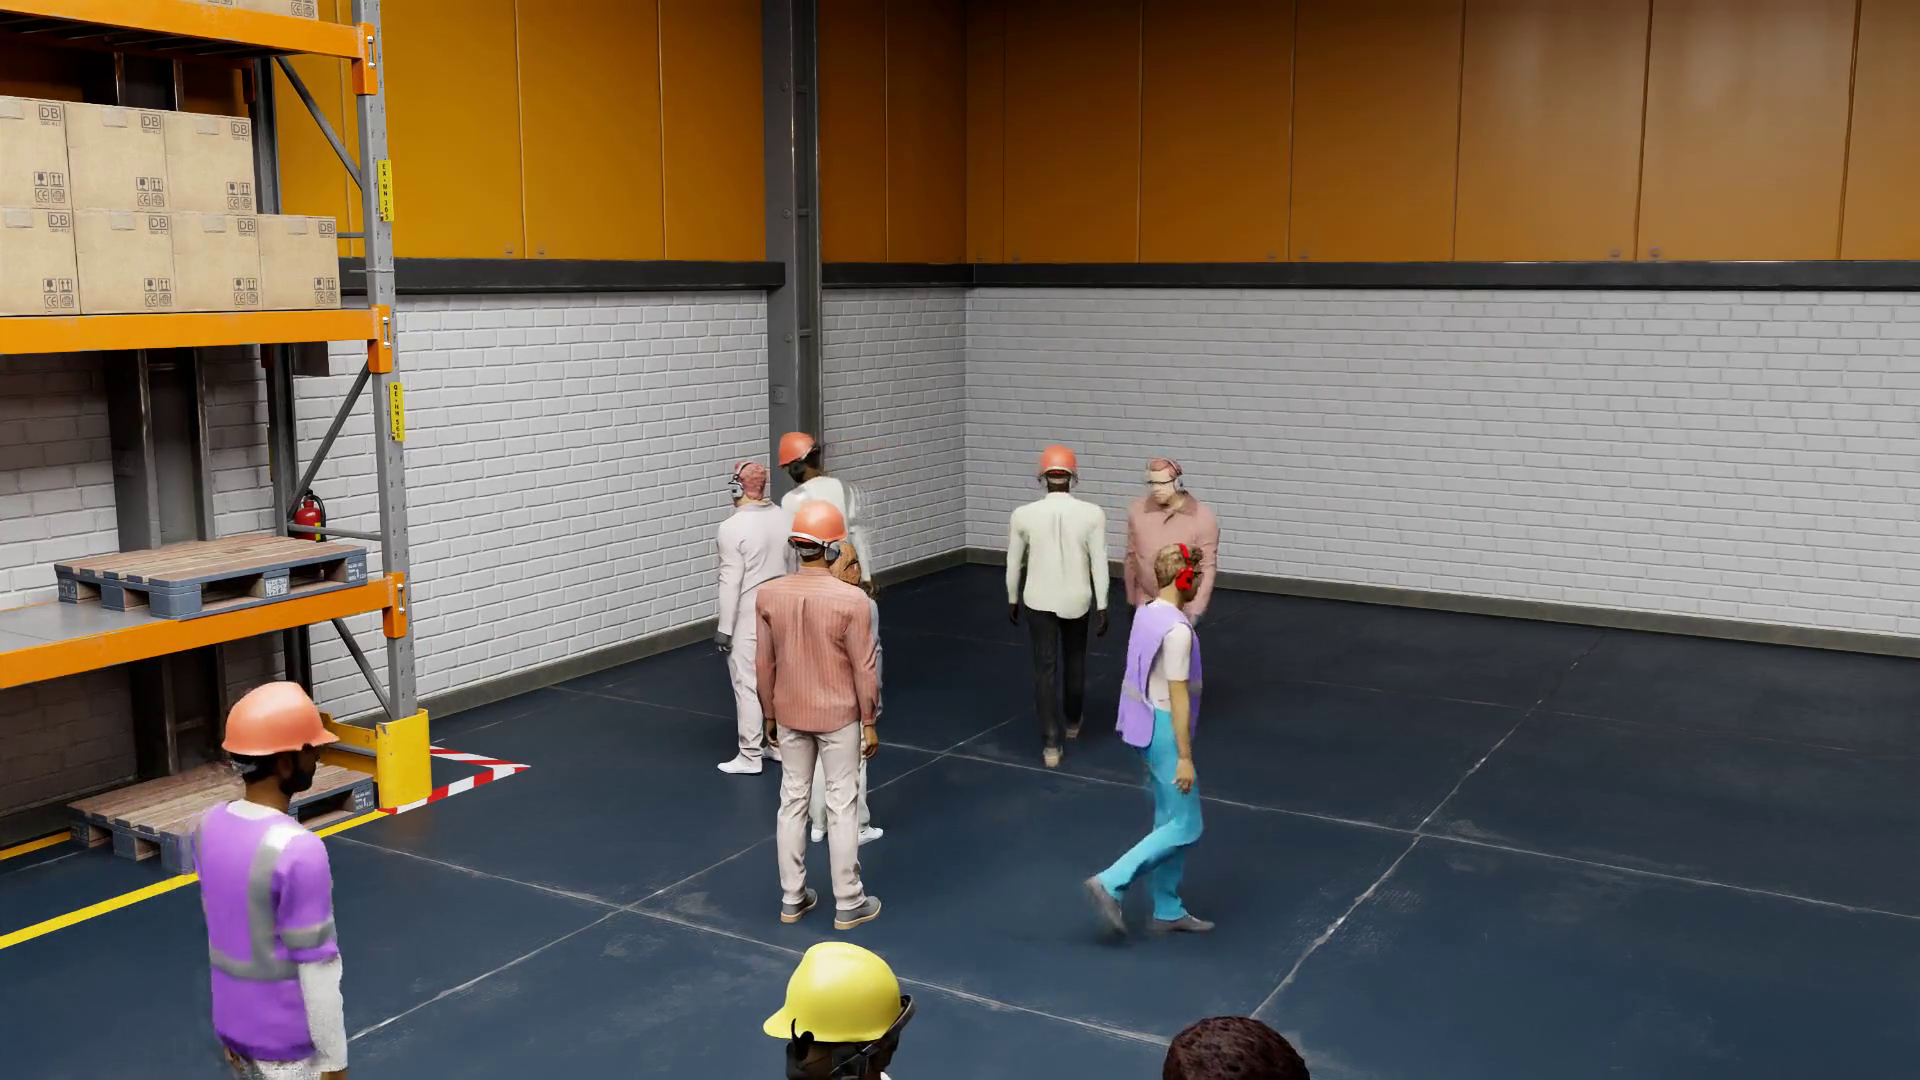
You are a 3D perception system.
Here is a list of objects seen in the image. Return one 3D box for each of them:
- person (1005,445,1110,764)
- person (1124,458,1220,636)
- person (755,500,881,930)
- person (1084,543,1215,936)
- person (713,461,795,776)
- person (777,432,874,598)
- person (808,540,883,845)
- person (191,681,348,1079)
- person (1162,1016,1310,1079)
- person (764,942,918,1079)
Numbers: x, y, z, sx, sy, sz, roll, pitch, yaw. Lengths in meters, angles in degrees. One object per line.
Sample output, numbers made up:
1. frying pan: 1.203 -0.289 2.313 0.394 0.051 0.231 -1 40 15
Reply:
1. person: 0.617 0.371 10.562 0.653 1.949 0.965 1 9 4
2. person: 1.339 0.401 10.680 0.622 1.848 0.888 2 9 13
3. person: -0.649 0.809 7.714 0.611 1.996 0.379 4 10 22
4. person: 0.877 0.922 7.547 0.528 1.819 0.615 -1 9 -6
5. person: -1.269 0.470 10.109 0.403 1.906 0.651 6 11 33
6. person: -0.981 0.266 11.133 0.893 1.982 0.696 7 11 37
7. person: -0.638 0.810 8.833 0.502 1.633 0.280 3 10 20
8. person: -1.946 1.349 4.613 0.552 1.914 0.789 7 12 38
9. person: 0.352 1.666 2.622 0.390 1.914 0.587 -1 9 -5
10. person: -0.214 1.637 3.262 0.312 1.768 0.529 -1 9 -7
